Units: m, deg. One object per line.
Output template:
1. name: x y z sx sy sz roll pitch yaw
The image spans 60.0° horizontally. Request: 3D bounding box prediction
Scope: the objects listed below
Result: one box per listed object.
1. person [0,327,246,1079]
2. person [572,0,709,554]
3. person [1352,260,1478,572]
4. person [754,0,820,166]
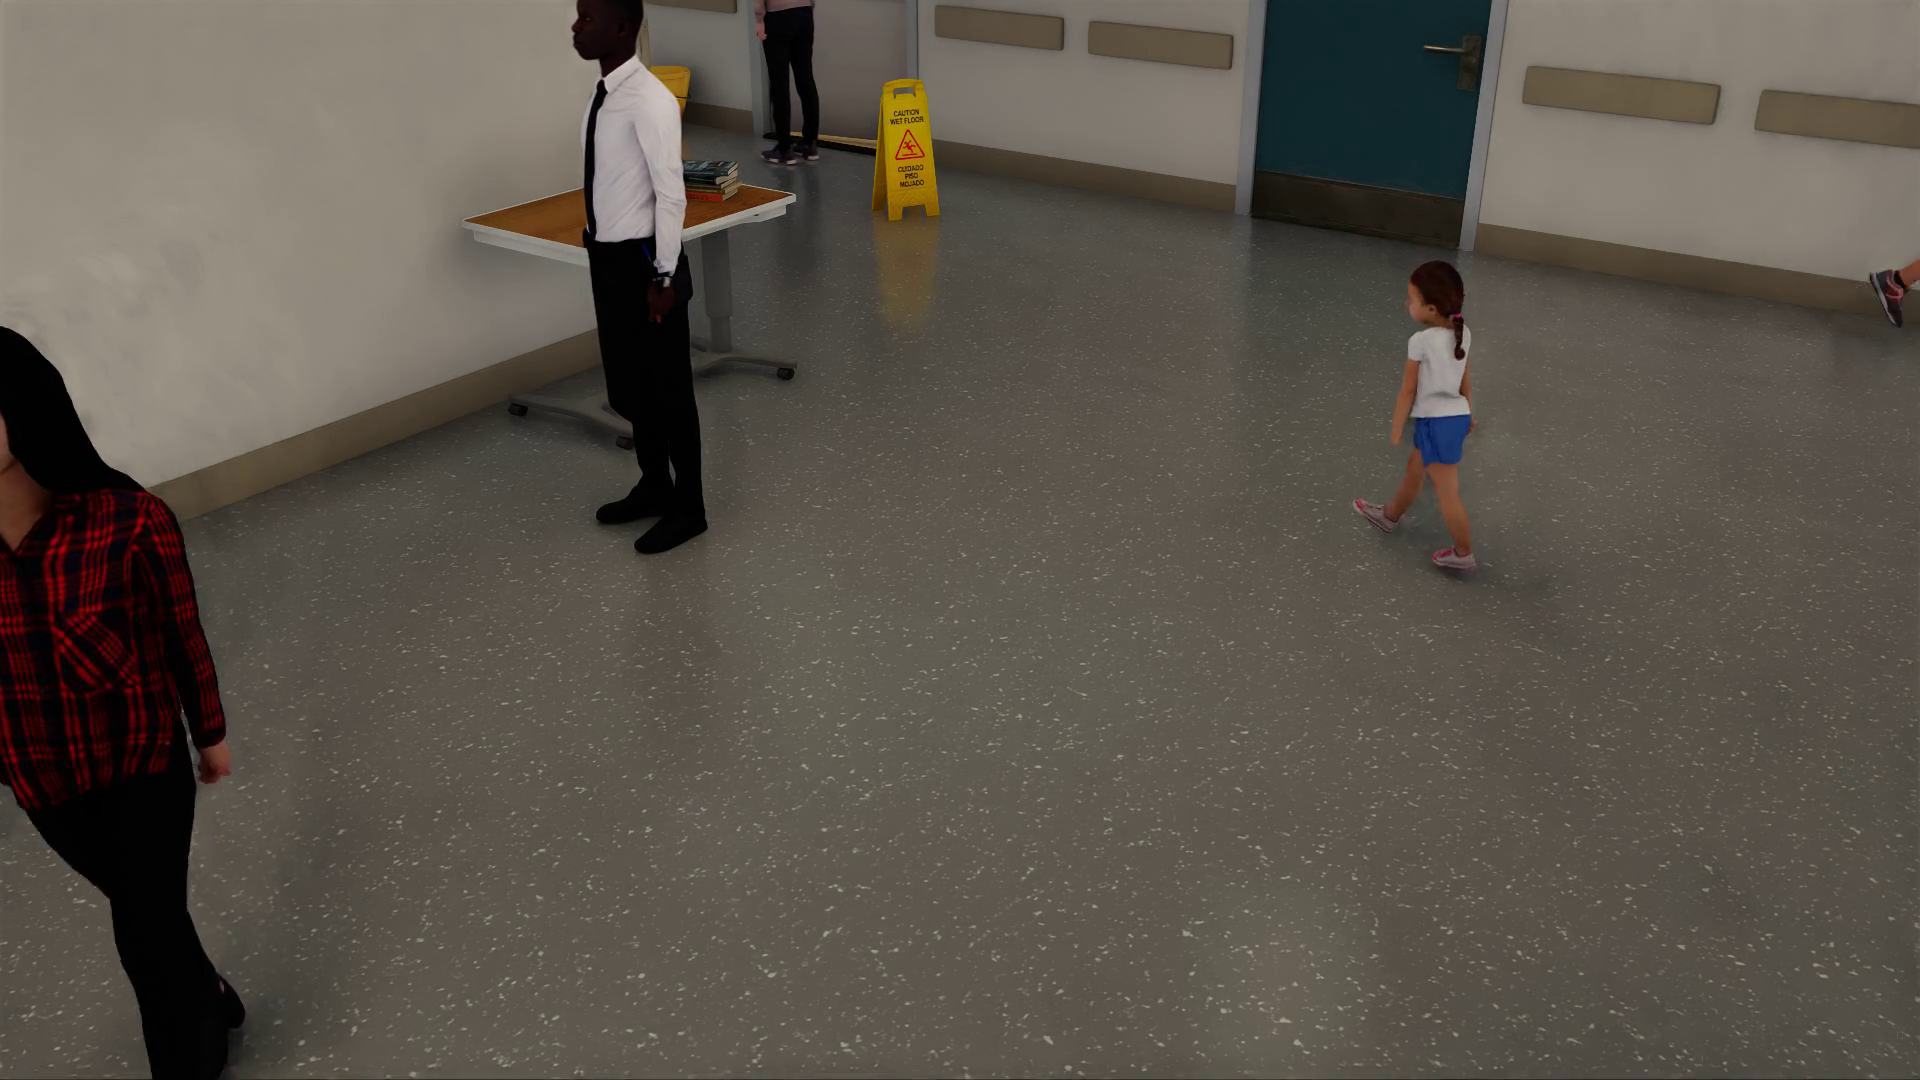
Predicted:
1. person: -1.569 0.371 3.073 0.910 1.632 0.976 -5 26 -10
2. person: -1.038 -0.878 5.427 0.762 1.836 0.590 -18 31 -32
3. person: 1.585 -0.377 5.354 0.540 0.997 0.764 -18 31 -32
4. person: -1.092 -3.308 10.502 0.666 1.806 0.608 -22 34 -38
